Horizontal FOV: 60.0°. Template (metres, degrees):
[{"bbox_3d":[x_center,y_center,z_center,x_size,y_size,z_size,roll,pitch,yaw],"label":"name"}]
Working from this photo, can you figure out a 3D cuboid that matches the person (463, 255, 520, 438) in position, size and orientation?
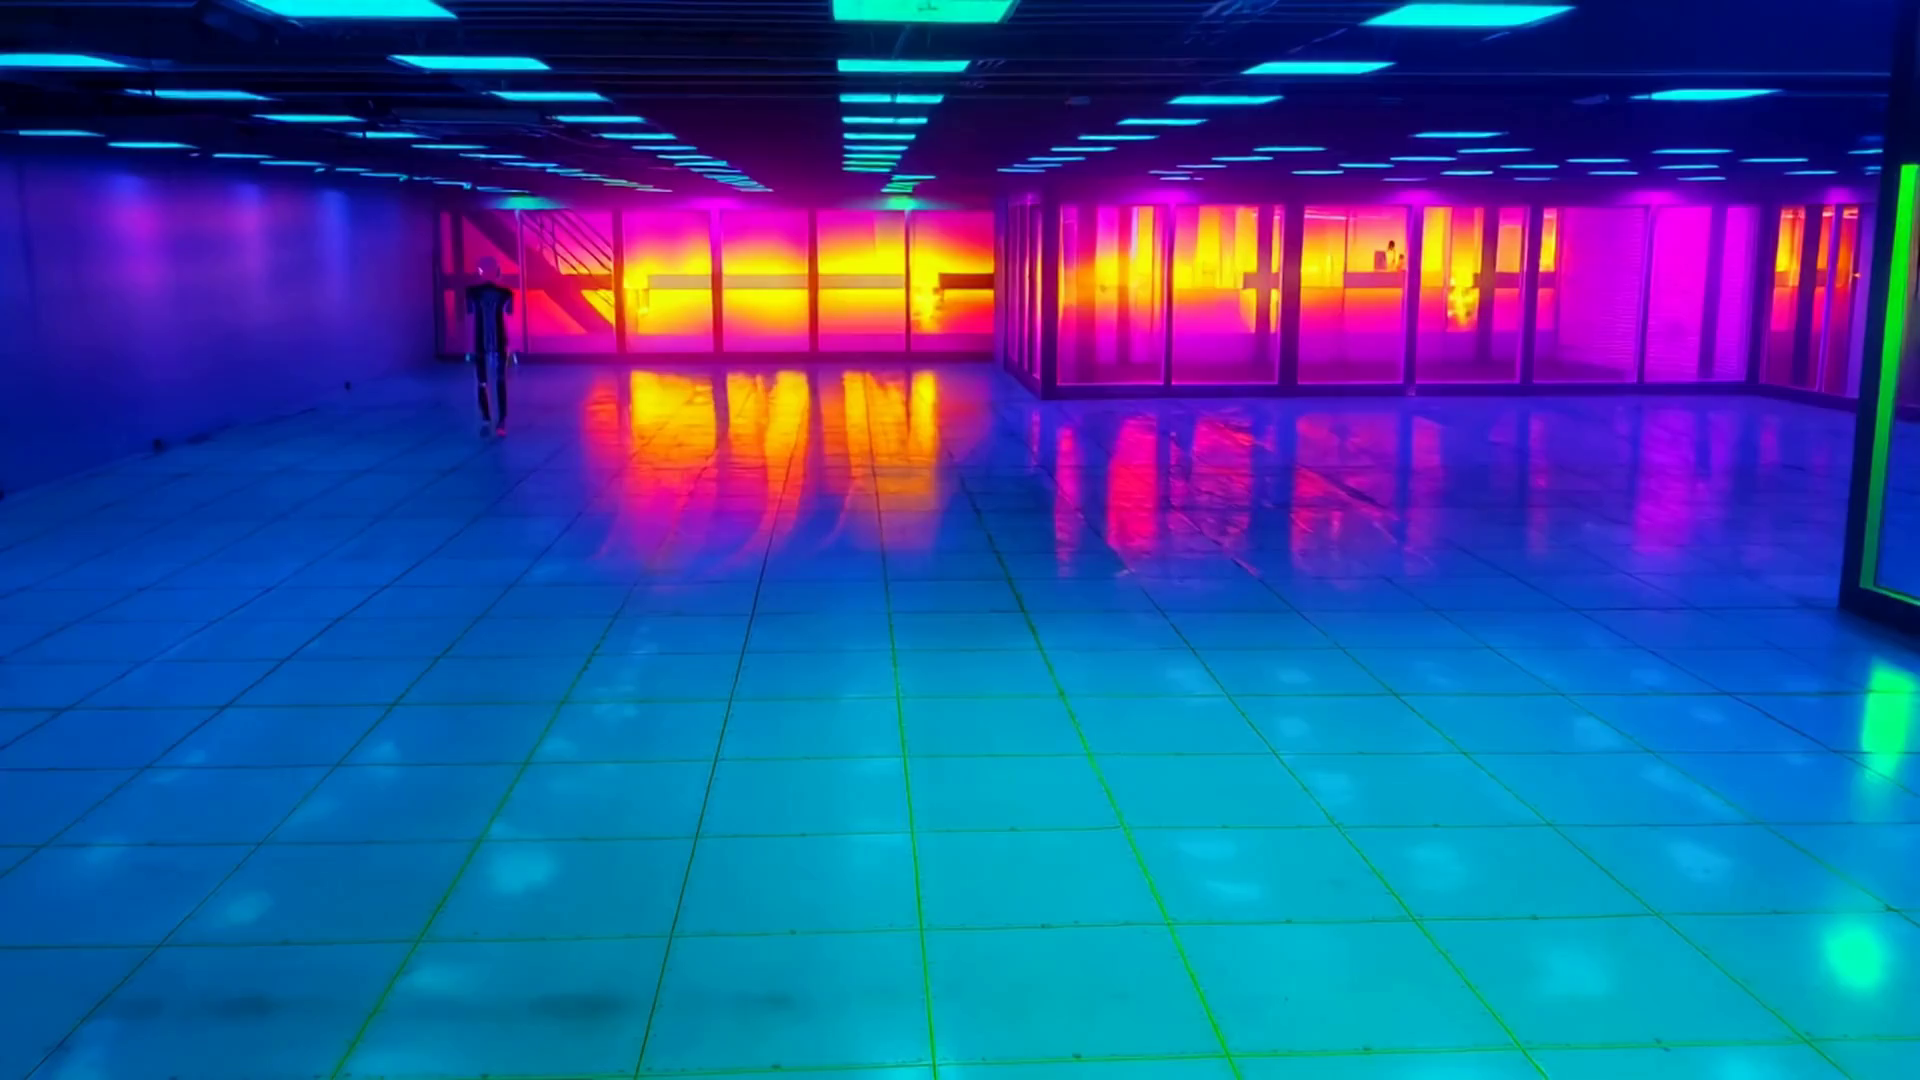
[{"bbox_3d":[-4.759,-1.957,16.899,0.552,1.851,0.421,-2,11,-11],"label":"person"}]
